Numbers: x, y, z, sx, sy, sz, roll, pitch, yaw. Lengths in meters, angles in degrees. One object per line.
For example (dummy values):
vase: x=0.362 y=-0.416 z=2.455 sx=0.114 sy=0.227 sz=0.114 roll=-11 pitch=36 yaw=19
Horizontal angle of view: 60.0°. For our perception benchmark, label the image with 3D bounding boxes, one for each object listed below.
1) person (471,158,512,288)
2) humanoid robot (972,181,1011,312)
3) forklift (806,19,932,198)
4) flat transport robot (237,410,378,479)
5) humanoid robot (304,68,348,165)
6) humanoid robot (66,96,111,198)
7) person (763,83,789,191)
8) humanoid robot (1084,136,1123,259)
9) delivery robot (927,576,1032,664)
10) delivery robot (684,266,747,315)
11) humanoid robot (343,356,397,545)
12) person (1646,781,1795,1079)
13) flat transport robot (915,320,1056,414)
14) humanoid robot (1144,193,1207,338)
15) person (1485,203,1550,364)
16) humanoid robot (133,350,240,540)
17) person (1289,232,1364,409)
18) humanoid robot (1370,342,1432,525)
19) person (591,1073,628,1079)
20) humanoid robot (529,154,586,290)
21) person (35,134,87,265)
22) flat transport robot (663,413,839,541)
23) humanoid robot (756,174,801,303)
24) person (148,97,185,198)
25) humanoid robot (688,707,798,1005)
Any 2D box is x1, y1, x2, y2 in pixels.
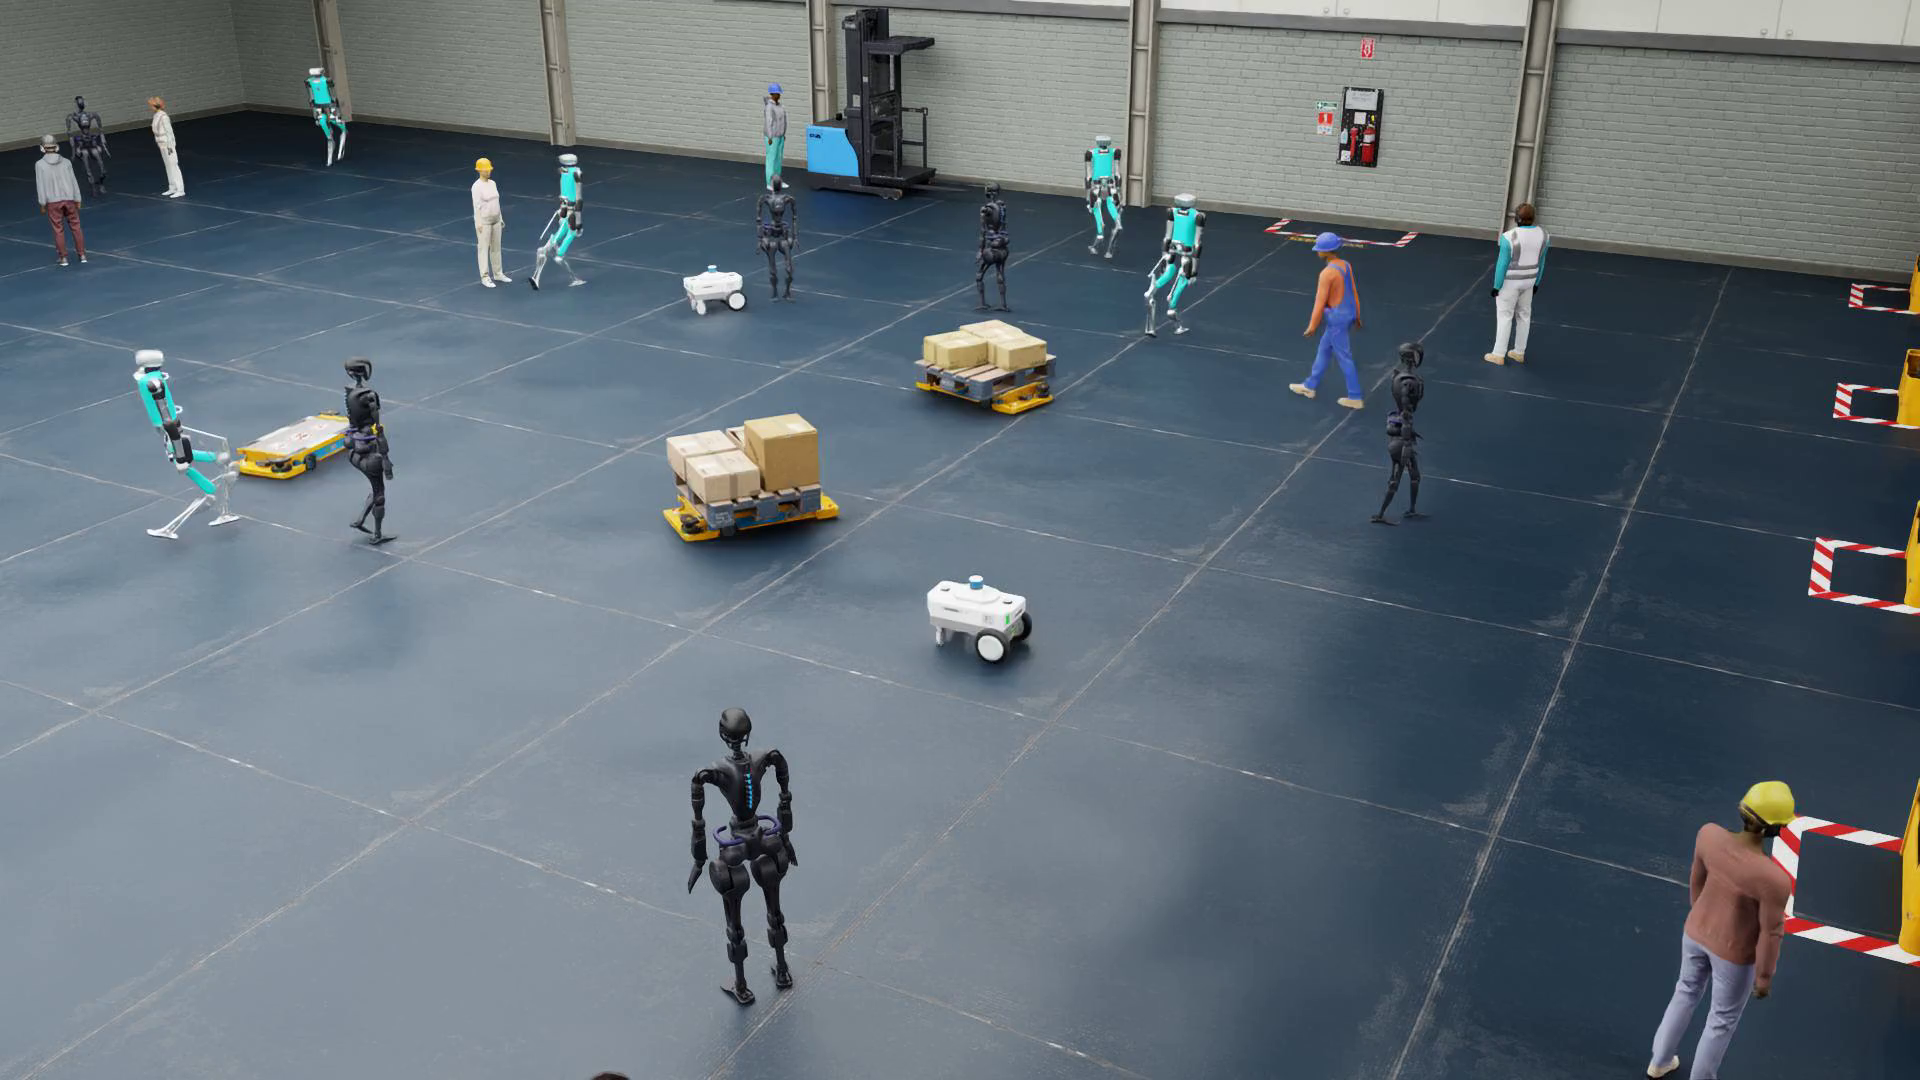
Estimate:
person: x=-6.308 y=-4.251 z=22.246 sx=0.315 sy=1.698 sz=0.466 roll=11 pitch=25 yaw=23
humanoid robot: x=0.410 y=-3.698 z=20.982 sx=0.458 sy=1.647 sz=0.603 roll=16 pitch=28 yaw=32
forklift: x=-1.573 y=-7.292 z=27.850 sx=1.873 sy=2.768 sz=1.129 roll=12 pitch=26 yaw=25
flat transport robot: x=-6.426 y=-0.944 z=16.359 sx=0.659 sy=0.231 sz=1.431 roll=8 pitch=25 yaw=19
humanoid robot: x=-11.480 y=-7.730 z=30.343 sx=0.538 sy=1.794 sz=0.807 roll=1 pitch=23 yaw=2
humanoid robot: x=-14.474 y=-6.531 z=27.583 sx=0.595 sy=1.643 sz=0.452 roll=-18 pitch=29 yaw=-35
person: x=-3.122 y=-6.822 z=28.136 sx=0.356 sy=1.776 sz=0.544 roll=8 pitch=25 yaw=18
humanoid robot: x=2.044 y=-4.750 z=23.363 sx=0.544 sy=1.753 sz=0.952 roll=-4 pitch=24 yaw=-9
delivery robot: x=0.154 y=0.568 z=12.493 sx=0.777 sy=0.606 sz=0.522 roll=11 pitch=25 yaw=24
delivery robot: x=-3.132 y=-3.205 z=21.252 sx=0.743 sy=0.587 sz=0.525 roll=-10 pitch=25 yaw=-23
humanoid robot: x=-5.054 y=-0.757 z=14.137 sx=0.598 sy=1.643 sz=0.375 roll=21 pitch=31 yaw=40
person: x=3.618 y=1.909 z=7.839 sx=0.372 sy=1.754 sz=0.541 roll=-11 pitch=25 yaw=-23
flat transport robot: x=0.263 y=-1.666 z=18.040 sx=1.431 sy=0.231 sz=0.659 roll=20 pitch=30 yaw=39
humanoid robot: x=2.468 y=-3.175 z=19.764 sx=0.532 sy=1.770 sz=1.026 roll=19 pitch=29 yaw=37
person: x=6.337 y=-2.921 z=18.973 sx=0.633 sy=1.840 sz=0.429 roll=-8 pitch=24 yaw=-18
humanoid robot: x=-6.544 y=-0.817 z=14.195 sx=0.990 sy=1.727 sz=0.540 roll=-16 pitch=28 yaw=-32
person: x=3.929 y=-2.325 z=17.583 sx=0.956 sy=1.833 sz=0.532 roll=16 pitch=28 yaw=32
humanoid robot: x=3.931 y=-0.912 z=14.504 sx=0.529 sy=1.641 sz=0.596 roll=6 pitch=24 yaw=14
person: x=-1.212 y=2.656 z=5.895 sx=0.375 sy=1.914 sz=0.595 roll=16 pitch=28 yaw=32
humanoid robot: x=-5.413 y=-4.166 z=22.038 sx=0.943 sy=1.781 sz=0.554 roll=-19 pitch=30 yaw=-37
person: x=-12.631 y=-4.778 z=23.339 sx=0.543 sy=1.807 sz=0.378 roll=-20 pitch=30 yaw=-38
flat transport robot: x=-1.883 y=-0.305 z=14.872 sx=1.431 sy=0.231 sz=0.659 roll=-11 pitch=26 yaw=-24
humanoid robot: x=-2.348 y=-3.886 z=21.426 sx=0.588 sy=1.652 sz=0.327 roll=-9 pitch=25 yaw=-20
person: x=-13.179 y=-6.524 z=27.612 sx=0.316 sy=1.638 sz=0.514 roll=-19 pitch=30 yaw=-37
humanoid robot: x=-1.117 y=1.617 z=8.596 sx=0.599 sy=1.657 sz=0.315 roll=-12 pitch=26 yaw=-26
